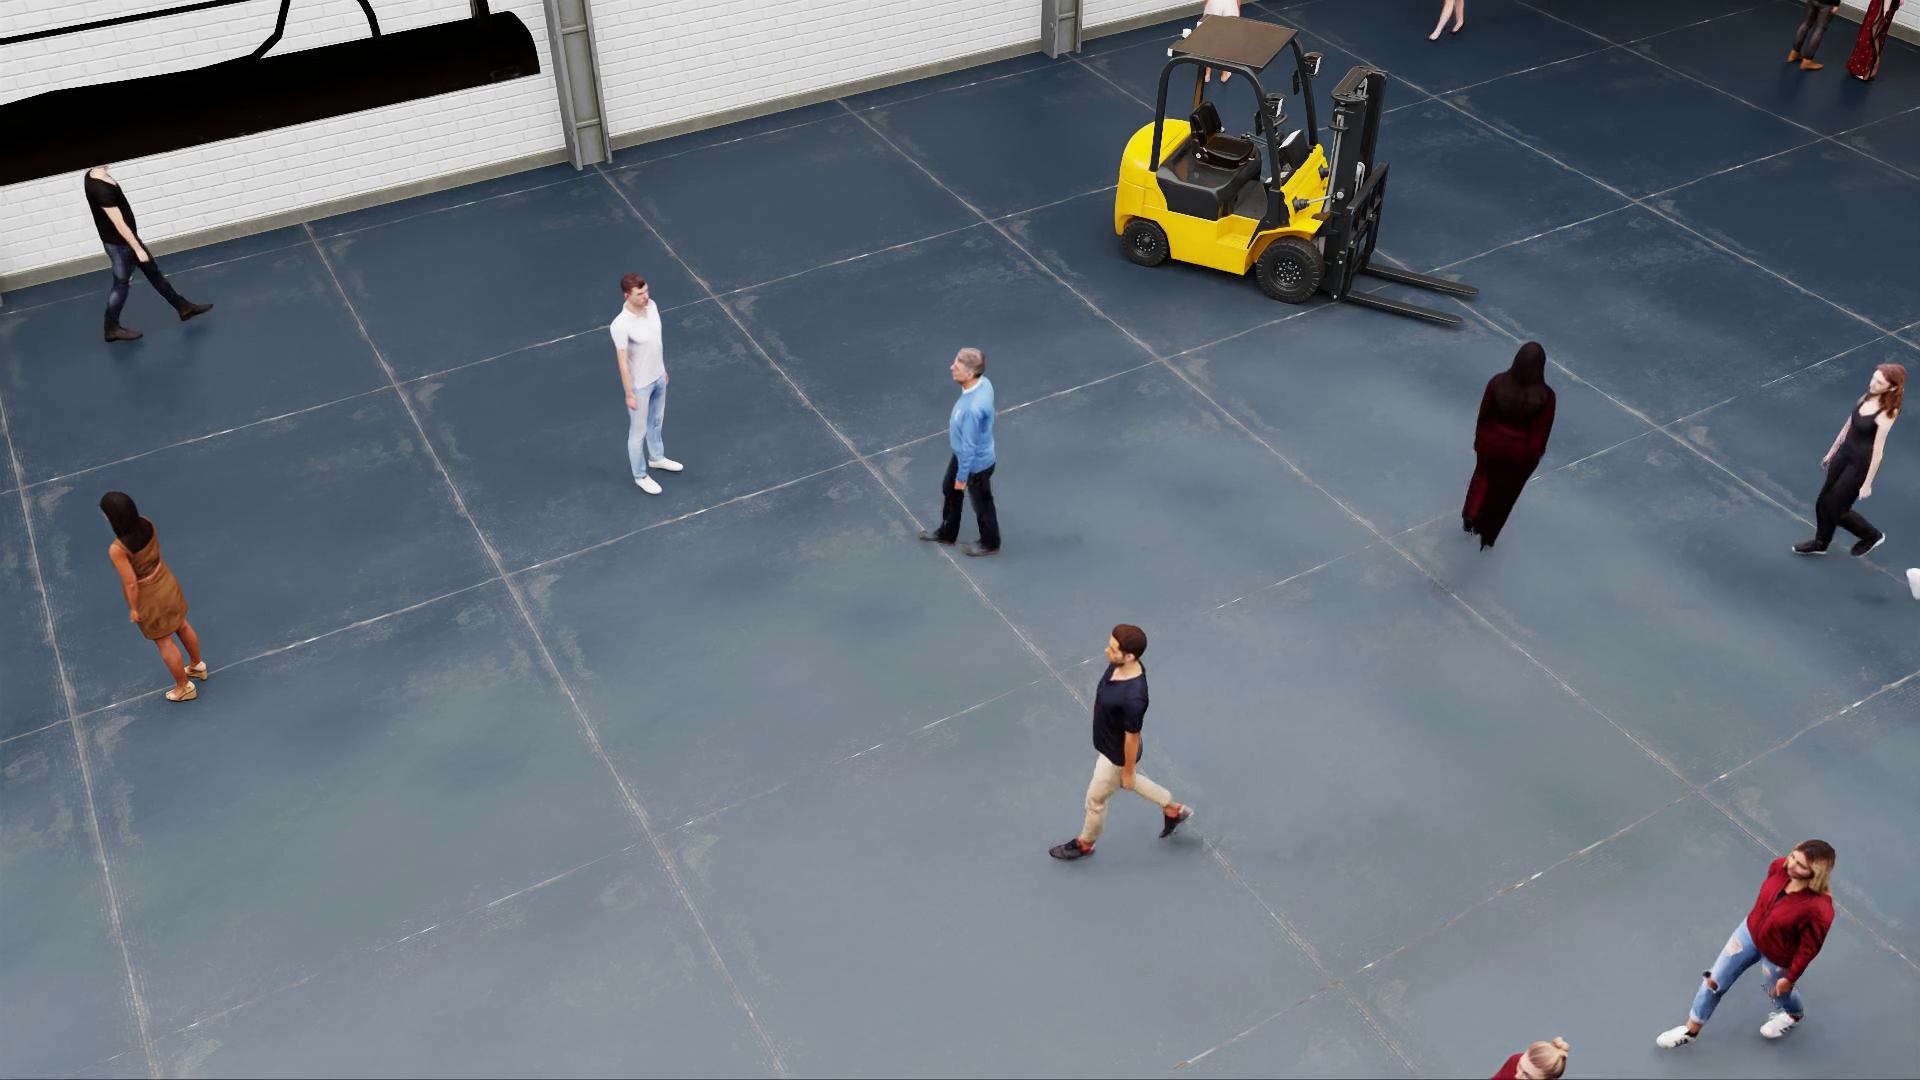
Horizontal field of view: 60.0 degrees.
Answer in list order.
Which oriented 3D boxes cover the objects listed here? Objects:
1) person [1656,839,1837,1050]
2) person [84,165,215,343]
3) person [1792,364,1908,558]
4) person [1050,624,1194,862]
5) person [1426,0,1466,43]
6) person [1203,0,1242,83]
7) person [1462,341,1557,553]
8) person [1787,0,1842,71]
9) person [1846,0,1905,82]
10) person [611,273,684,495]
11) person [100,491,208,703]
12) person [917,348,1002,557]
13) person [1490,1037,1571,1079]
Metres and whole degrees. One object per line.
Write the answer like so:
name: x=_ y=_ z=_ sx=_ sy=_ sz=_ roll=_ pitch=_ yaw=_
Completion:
person: x=4.354 y=2.155 z=8.790 sx=1.138 sy=1.596 sz=0.771 roll=-11 pitch=40 yaw=-13
person: x=-7.391 y=-2.560 z=14.490 sx=1.204 sy=1.850 sz=0.766 roll=-16 pitch=41 yaw=-19
person: x=6.598 y=-0.539 z=12.059 sx=0.924 sy=1.726 sz=0.834 roll=3 pitch=39 yaw=4
person: x=1.019 y=1.214 z=9.779 sx=1.218 sy=1.831 sz=0.970 roll=-3 pitch=39 yaw=-4
person: x=6.072 y=-6.847 z=20.043 sx=0.944 sy=1.619 sz=0.575 roll=-21 pitch=43 yaw=-24
person: x=2.991 y=-6.100 z=19.047 sx=0.647 sy=1.695 sz=0.725 roll=5 pitch=39 yaw=6
person: x=3.964 y=-0.613 z=12.135 sx=0.785 sy=1.745 sz=0.825 roll=24 pitch=44 yaw=27
person: x=10.067 y=-6.357 z=19.347 sx=0.642 sy=1.721 sz=0.711 roll=-9 pitch=39 yaw=-11
person: x=10.603 y=-6.119 z=19.117 sx=0.826 sy=1.637 sz=0.740 roll=15 pitch=41 yaw=18
person: x=-2.439 y=-1.246 z=12.844 sx=0.792 sy=1.850 sz=0.684 roll=16 pitch=41 yaw=19
person: x=-5.316 y=0.362 z=10.959 sx=0.672 sy=1.690 sz=0.640 roll=3 pitch=39 yaw=4
person: x=0.185 y=-0.622 z=12.101 sx=0.993 sy=1.804 sz=0.886 roll=-3 pitch=39 yaw=-3
person: x=2.569 y=2.881 z=7.801 sx=0.541 sy=1.696 sz=0.647 roll=-13 pitch=41 yaw=-16
